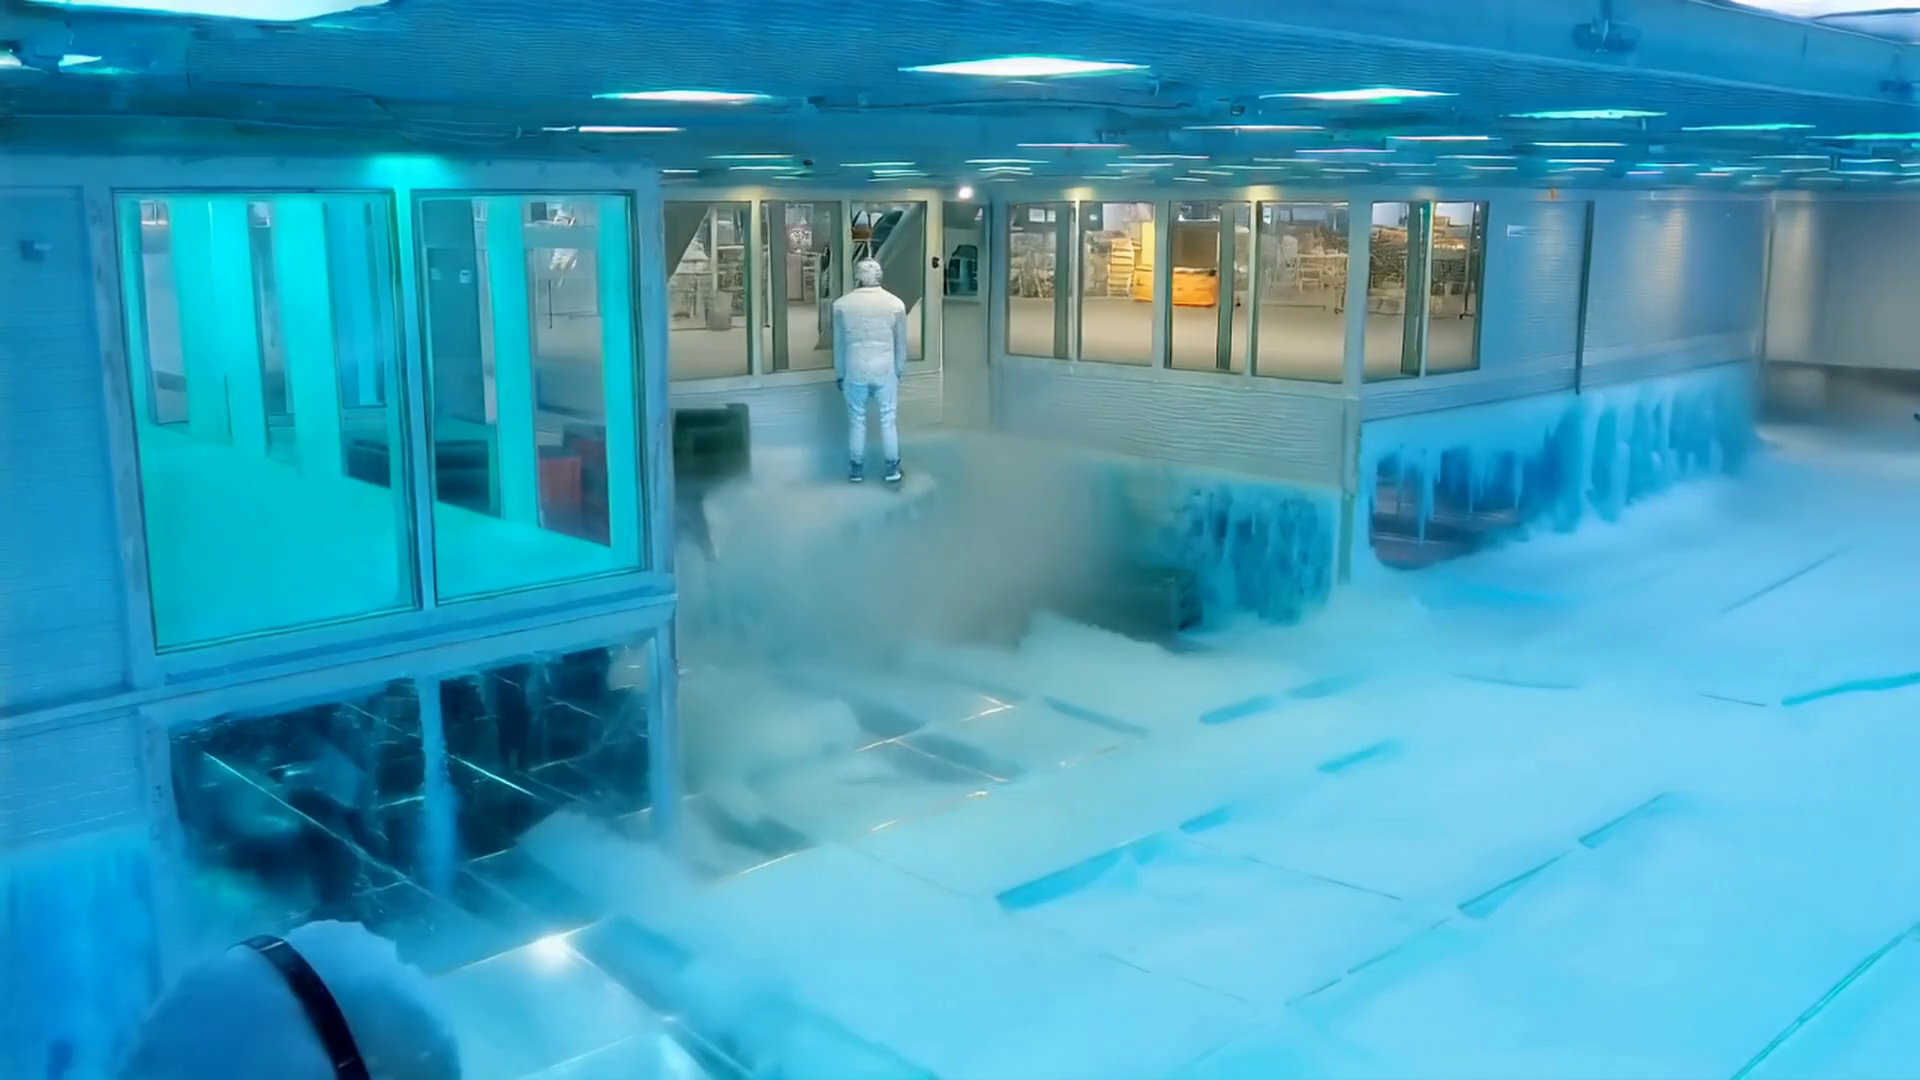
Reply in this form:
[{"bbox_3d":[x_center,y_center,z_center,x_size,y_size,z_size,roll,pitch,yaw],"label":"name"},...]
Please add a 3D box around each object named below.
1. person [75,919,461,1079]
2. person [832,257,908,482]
[{"bbox_3d":[-0.415,1.166,1.269,0.502,1.861,0.328,10,15,40],"label":"person"},{"bbox_3d":[-0.756,-1.439,14.171,0.637,1.911,0.406,1,11,3],"label":"person"}]
